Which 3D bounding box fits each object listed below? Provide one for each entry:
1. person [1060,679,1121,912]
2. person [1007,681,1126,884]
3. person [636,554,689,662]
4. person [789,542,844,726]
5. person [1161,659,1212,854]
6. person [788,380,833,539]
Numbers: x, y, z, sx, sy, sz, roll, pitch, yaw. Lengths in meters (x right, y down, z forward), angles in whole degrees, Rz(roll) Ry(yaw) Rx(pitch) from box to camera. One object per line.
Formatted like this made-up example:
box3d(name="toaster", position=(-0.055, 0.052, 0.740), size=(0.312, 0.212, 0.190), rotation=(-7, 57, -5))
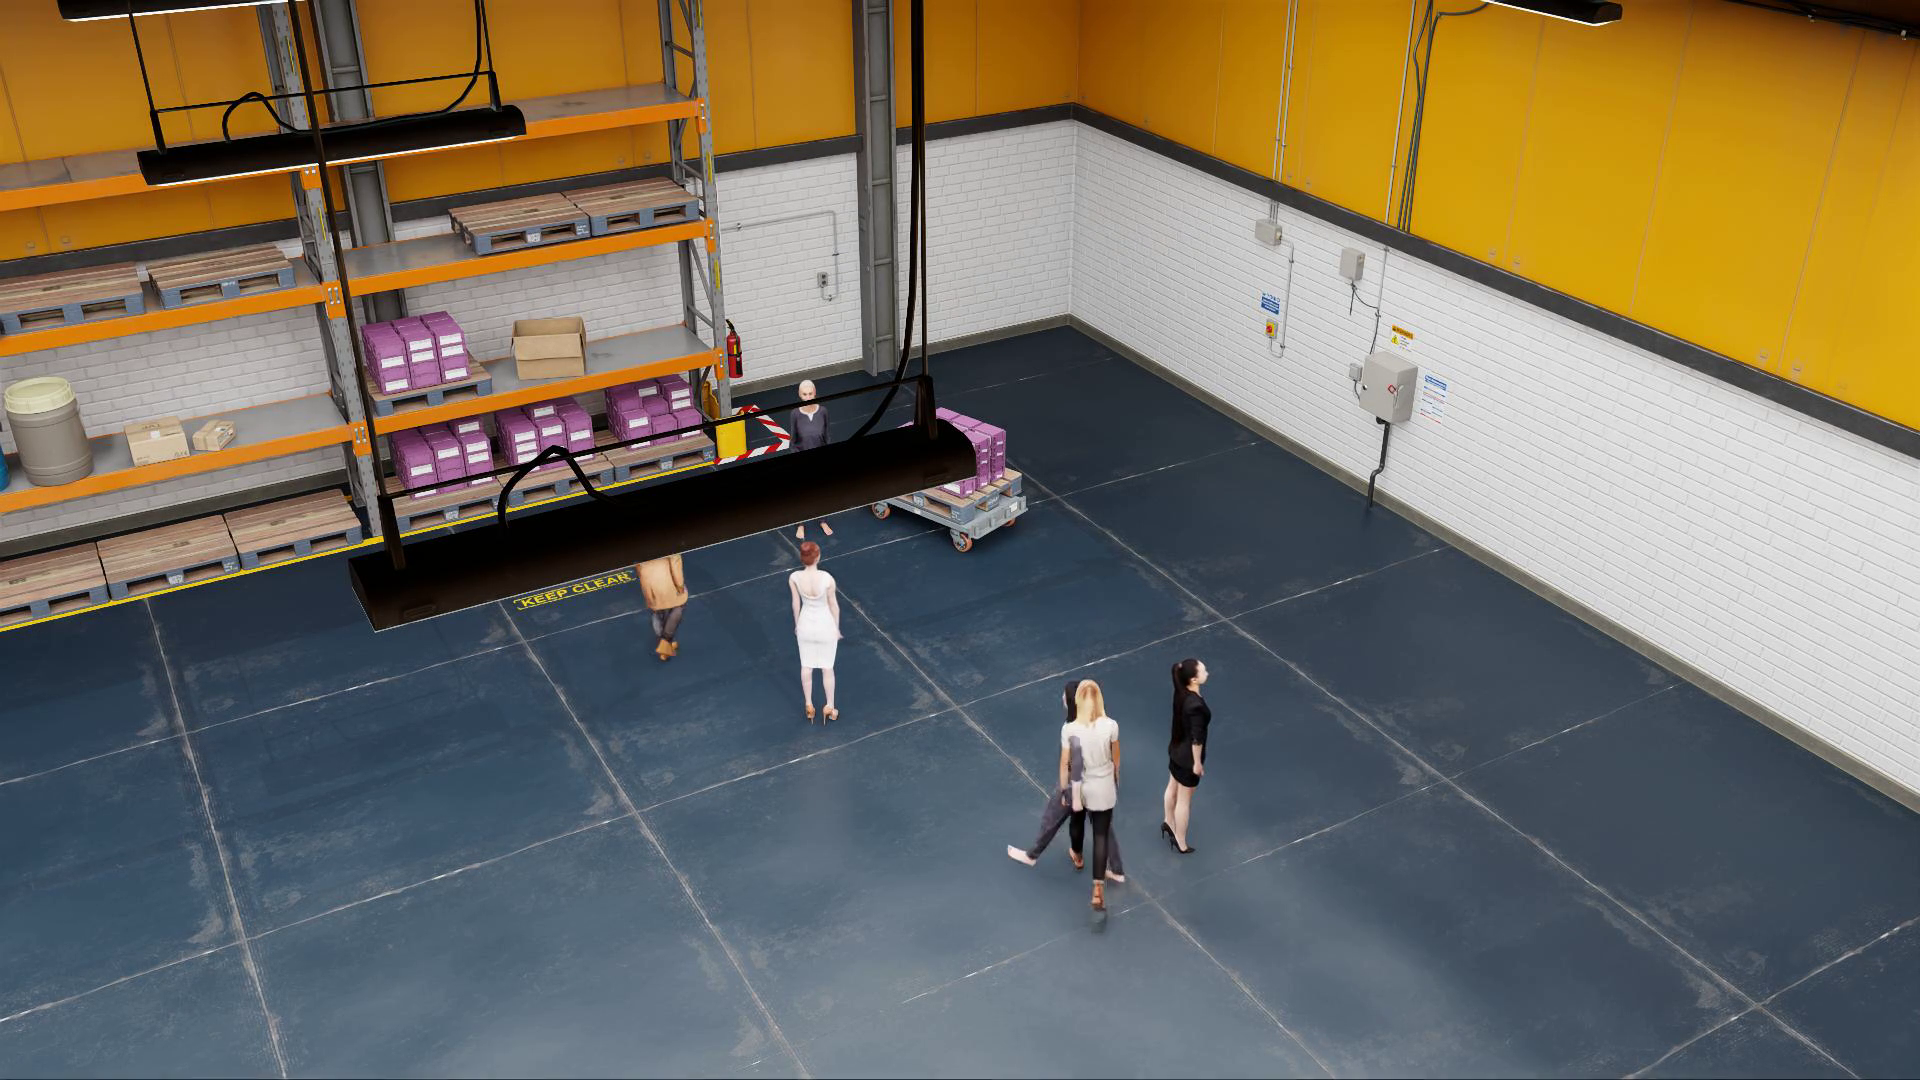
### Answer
box3d(name="person", position=(0.971, 1.880, 12.177), size=(1.150, 1.789, 1.066), rotation=(1, 29, 2))
box3d(name="person", position=(0.978, 1.851, 12.310), size=(1.101, 1.712, 1.173), rotation=(13, 31, 23))
box3d(name="person", position=(-2.752, 0.364, 15.030), size=(0.849, 1.718, 0.908), rotation=(10, 30, 18))
box3d(name="person", position=(-1.233, 0.784, 14.183), size=(0.610, 1.793, 0.684), rotation=(6, 29, 10))
box3d(name="person", position=(1.718, 1.635, 12.723), size=(0.632, 1.696, 0.654), rotation=(-5, 29, -10))
box3d(name="person", position=(-1.548, -0.861, 17.267), size=(0.530, 1.726, 0.718), rotation=(-9, 30, -15))
